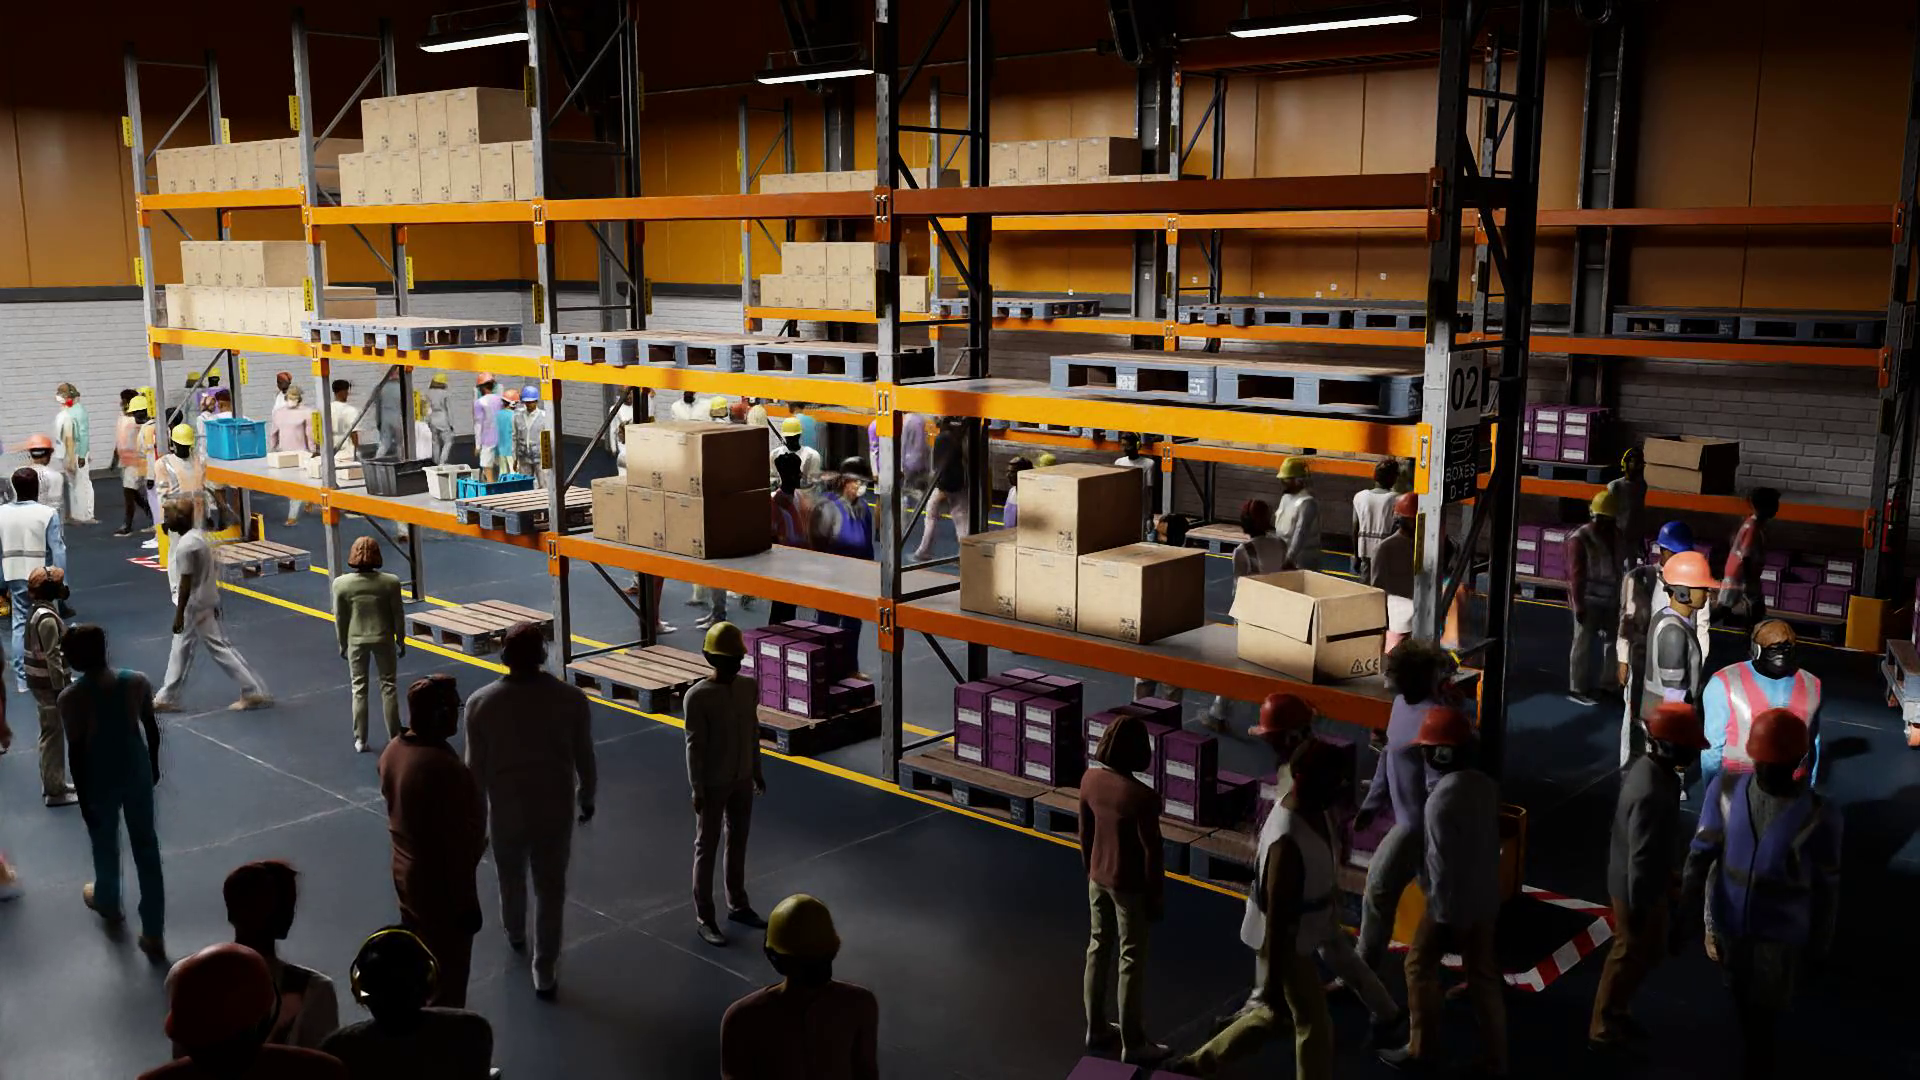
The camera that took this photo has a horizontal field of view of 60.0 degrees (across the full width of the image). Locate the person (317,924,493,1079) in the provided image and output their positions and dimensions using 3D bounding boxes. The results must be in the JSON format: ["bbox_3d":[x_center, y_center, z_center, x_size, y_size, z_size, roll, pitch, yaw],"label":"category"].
[{"bbox_3d":[-1.618,2.000,4.938,0.524,1.855,0.379,-3,11,-18],"label":"person"}]

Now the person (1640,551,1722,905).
[{"bbox_3d":[4.140,1.070,9.633,0.375,2.044,0.605,3,11,17],"label":"person"}]

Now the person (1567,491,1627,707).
[{"bbox_3d":[5.248,0.495,13.551,0.610,1.806,0.616,-5,11,-27],"label":"person"}]

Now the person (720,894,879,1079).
[{"bbox_3d":[-0.499,1.973,5.304,0.530,1.772,0.299,-4,11,-21],"label":"person"}]

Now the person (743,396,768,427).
[{"bbox_3d":[-2.993,-1.374,24.319,0.354,1.739,0.573,2,10,10],"label":"person"}]

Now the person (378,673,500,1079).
[{"bbox_3d":[-2.323,1.531,7.454,0.399,1.899,0.635,-8,13,-40],"label":"person"}]

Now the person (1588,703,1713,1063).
[{"bbox_3d":[3.192,1.577,7.690,0.442,1.724,0.574,5,11,25],"label":"person"}]

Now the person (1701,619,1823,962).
[{"bbox_3d":[4.233,1.320,8.790,0.626,1.844,0.429,0,10,-1],"label":"person"}]

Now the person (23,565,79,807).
[{"bbox_3d":[-6.167,0.985,11.288,0.314,1.633,0.518,-7,12,-33],"label":"person"}]

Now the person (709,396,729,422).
[{"bbox_3d":[-3.256,-1.086,22.668,0.287,1.746,0.487,-8,13,-37],"label":"person"}]

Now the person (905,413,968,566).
[{"bbox_3d":[-0.252,-0.662,19.658,0.933,1.951,0.643,5,11,28],"label":"person"}]

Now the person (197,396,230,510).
[{"bbox_3d":[-10.764,-1.254,23.911,0.309,1.641,0.513,0,10,1],"label":"person"}]

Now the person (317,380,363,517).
[{"bbox_3d":[-8.725,-1.278,23.303,0.802,1.926,0.579,3,10,16],"label":"person"}]

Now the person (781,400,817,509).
[{"bbox_3d":[-1.942,-0.922,21.024,0.843,2.011,0.613,5,11,26],"label":"person"}]

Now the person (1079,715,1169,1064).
[{"bbox_3d":[0.759,1.610,7.738,0.284,1.633,0.497,-8,13,-40],"label":"person"}]

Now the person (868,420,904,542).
[{"bbox_3d":[-0.913,-0.918,21.221,0.392,1.925,0.548,9,13,40],"label":"person"}]

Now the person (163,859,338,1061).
[{"bbox_3d":[-2.200,1.923,5.286,0.591,1.878,0.360,2,10,9],"label":"person"}]

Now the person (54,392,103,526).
[{"bbox_3d":[-12.017,-1.109,22.562,0.473,1.827,0.568,-7,12,-33],"label":"person"}]

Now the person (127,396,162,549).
[{"bbox_3d":[-10.179,-0.855,20.883,0.401,1.917,0.592,-5,11,-26],"label":"person"}]

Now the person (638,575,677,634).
[{"bbox_3d":[-3.005,-0.023,16.208,0.401,1.908,0.597,-6,12,-29],"label":"person"}]

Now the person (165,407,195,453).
[{"bbox_3d":[-10.157,-0.881,21.645,0.322,1.697,0.535,3,11,17],"label":"person"}]

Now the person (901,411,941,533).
[{"bbox_3d":[-0.635,-0.997,21.648,0.671,1.924,0.624,5,11,24],"label":"person"}]

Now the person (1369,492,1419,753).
[{"bbox_3d":[3.302,0.619,12.358,0.616,1.986,0.407,-6,12,-31],"label":"person"}]

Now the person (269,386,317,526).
[{"bbox_3d":[-9.051,-1.172,22.717,0.657,1.900,0.837,2,10,12],"label":"person"}]

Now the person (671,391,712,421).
[{"bbox_3d":[-3.814,-1.364,23.818,0.616,1.893,0.484,1,10,3],"label":"person"}]

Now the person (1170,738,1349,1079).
[{"bbox_3d":[1.312,1.671,6.918,0.814,1.810,0.581,3,11,19],"label":"person"}]

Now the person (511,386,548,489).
[{"bbox_3d":[-5.655,-1.077,22.074,0.610,1.940,0.414,1,10,8],"label":"person"}]

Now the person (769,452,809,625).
[{"bbox_3d":[-1.530,0.189,14.829,0.366,1.967,0.603,4,11,22],"label":"person"}]

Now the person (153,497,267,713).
[{"bbox_3d":[-6.148,0.531,13.423,1.003,1.791,0.523,-3,10,-17],"label":"person"}]

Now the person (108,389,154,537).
[{"bbox_3d":[-10.832,-1.020,21.744,0.665,1.931,0.617,8,13,39],"label":"person"}]

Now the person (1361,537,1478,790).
[{"bbox_3d":[3.213,0.893,11.143,0.994,1.877,0.611,7,12,35],"label":"person"}]

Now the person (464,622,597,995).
[{"bbox_3d":[-2.224,1.335,8.653,0.664,1.852,0.988,-3,10,-17],"label":"person"}]

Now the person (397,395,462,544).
[{"bbox_3d":[-6.737,-0.889,21.138,0.983,1.888,0.655,-2,10,-10],"label":"person"}]

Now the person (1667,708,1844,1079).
[{"bbox_3d":[3.319,1.620,6.980,0.953,1.887,0.568,-9,14,-42],"label":"person"}]
